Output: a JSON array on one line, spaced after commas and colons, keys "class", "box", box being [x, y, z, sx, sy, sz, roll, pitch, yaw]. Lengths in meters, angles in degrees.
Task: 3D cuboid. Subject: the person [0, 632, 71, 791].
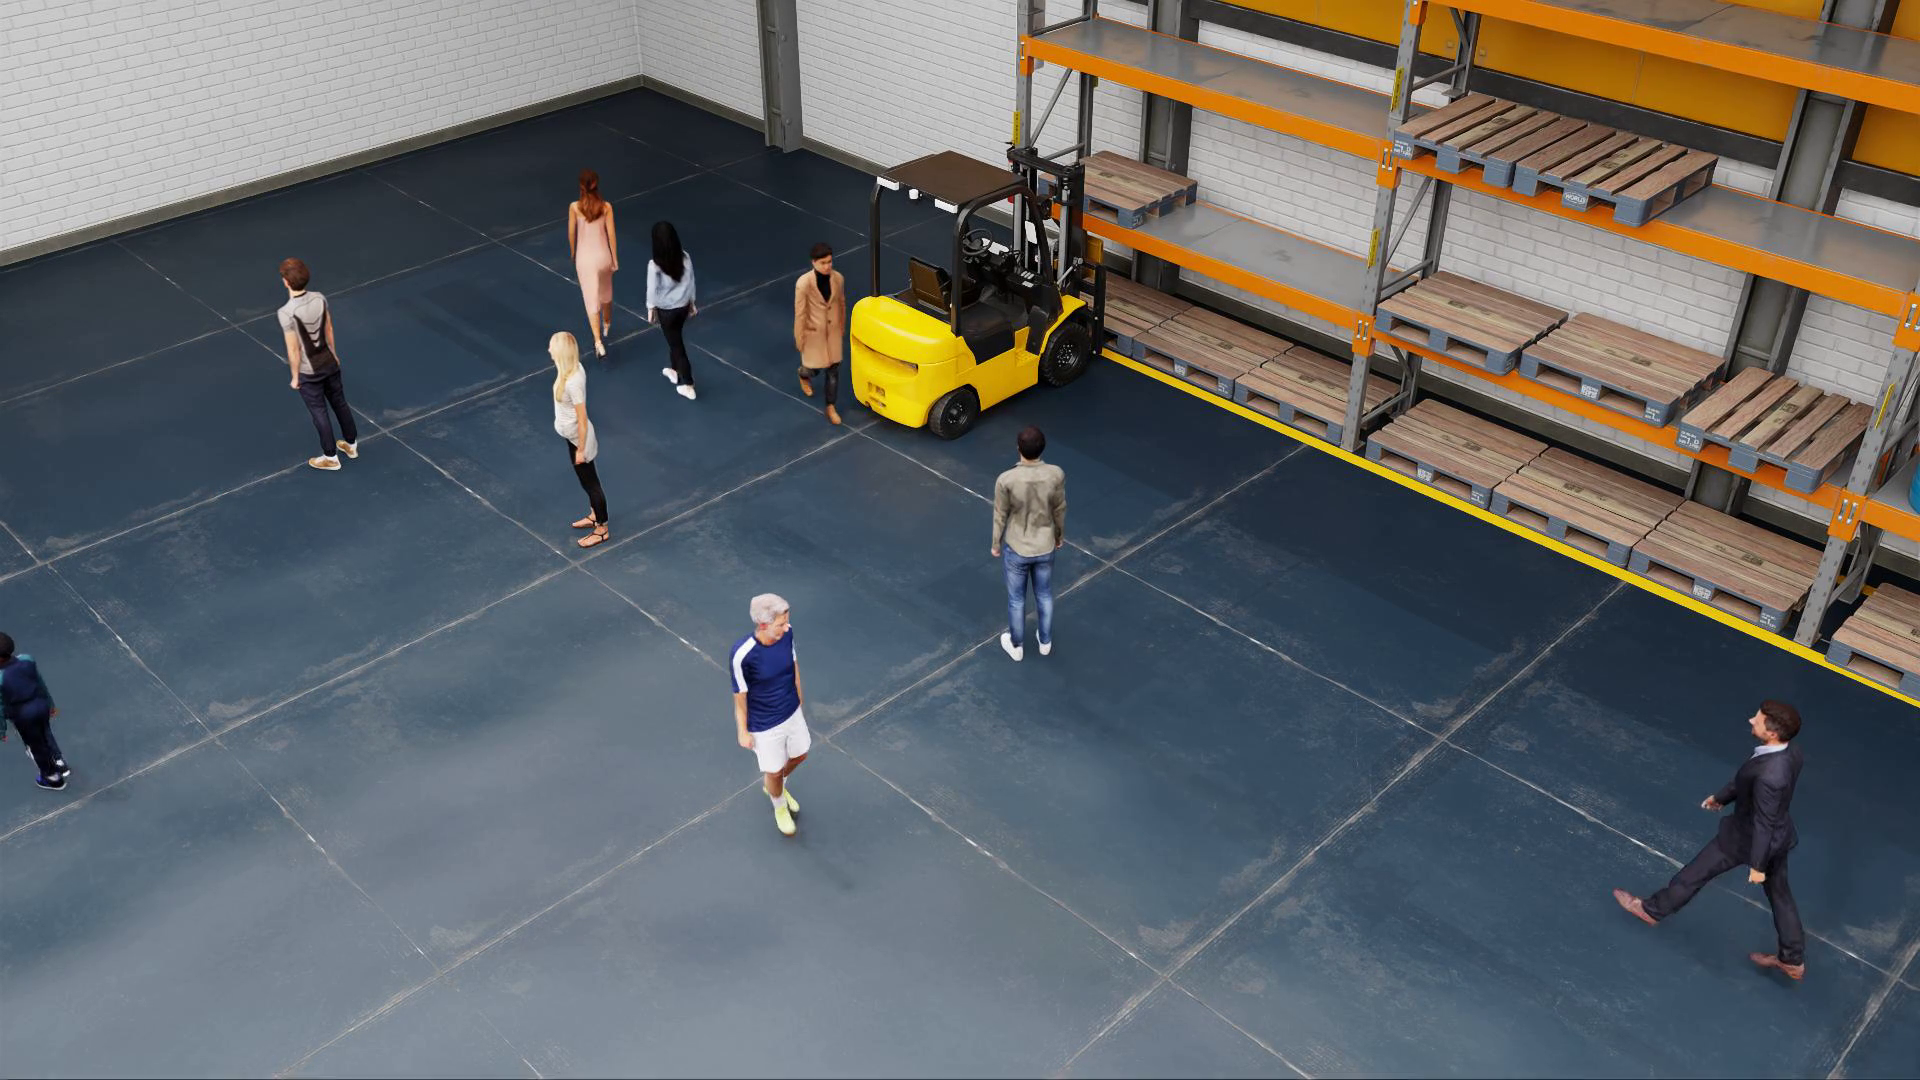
[{"class": "person", "box": [-5.954, 1.112, 10.674, 0.603, 1.251, 0.594, 12, 35, 18]}]

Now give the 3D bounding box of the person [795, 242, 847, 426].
[{"class": "person", "box": [-1.267, -1.886, 14.778, 0.816, 1.702, 1.017, -17, 37, -24]}]

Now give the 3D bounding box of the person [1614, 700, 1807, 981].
[{"class": "person", "box": [4.513, 1.713, 9.272, 1.304, 1.803, 0.654, 26, 42, 33]}]

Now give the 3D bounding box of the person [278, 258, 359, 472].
[{"class": "person", "box": [-5.419, -1.480, 13.992, 0.658, 1.896, 0.698, 17, 37, 24]}]

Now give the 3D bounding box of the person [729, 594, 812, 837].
[{"class": "person", "box": [-1.174, 1.084, 10.217, 0.666, 1.805, 0.636, -24, 41, -32]}]

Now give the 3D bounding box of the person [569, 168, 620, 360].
[{"class": "person", "box": [-3.458, -2.579, 15.737, 1.011, 1.795, 1.200, -7, 34, -11]}]

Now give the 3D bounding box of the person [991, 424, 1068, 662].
[{"class": "person", "box": [0.488, 0.037, 11.739, 0.788, 1.864, 0.766, -9, 35, -13]}]

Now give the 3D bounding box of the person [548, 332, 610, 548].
[{"class": "person", "box": [-2.976, -0.801, 13.034, 0.750, 1.825, 0.620, -10, 35, -15]}]

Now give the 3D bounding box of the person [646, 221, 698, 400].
[{"class": "person", "box": [-2.535, -2.044, 15.020, 0.799, 1.697, 0.620, 28, 42, 35]}]
